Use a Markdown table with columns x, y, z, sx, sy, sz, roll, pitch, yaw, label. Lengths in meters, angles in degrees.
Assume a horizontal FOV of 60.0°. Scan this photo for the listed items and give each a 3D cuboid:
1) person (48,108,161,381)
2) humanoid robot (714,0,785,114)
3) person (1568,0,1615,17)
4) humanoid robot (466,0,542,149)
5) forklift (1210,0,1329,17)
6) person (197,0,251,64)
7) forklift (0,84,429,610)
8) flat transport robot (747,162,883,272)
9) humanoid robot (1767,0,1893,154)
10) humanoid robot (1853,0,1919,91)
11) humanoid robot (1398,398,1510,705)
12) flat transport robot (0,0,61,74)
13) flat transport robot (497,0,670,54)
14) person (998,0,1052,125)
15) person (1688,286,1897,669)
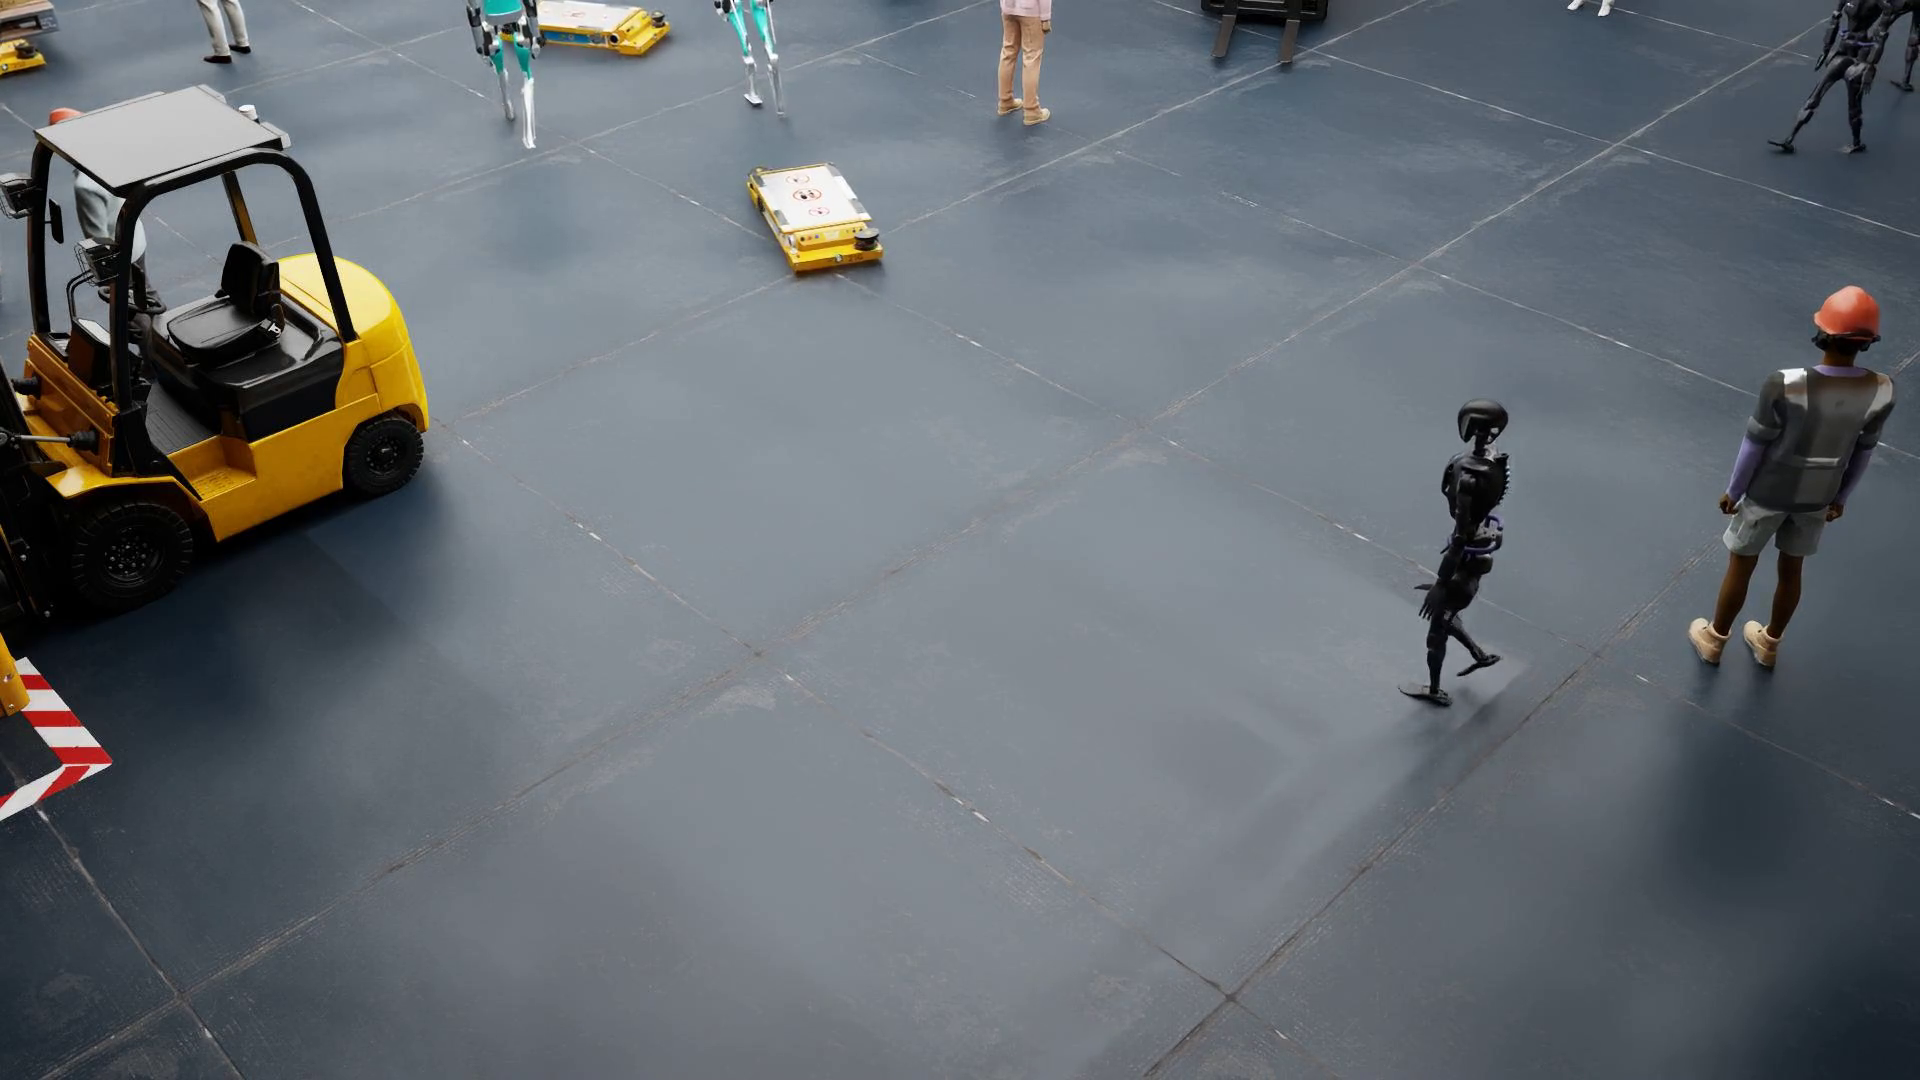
| x | y | z | sx | sy | sz | roll | pitch | yaw | label |
| --- | --- | --- | --- | --- | --- | --- | --- | --- | --- |
| -5.183 | -1.801 | 10.178 | 0.352 | 1.740 | 0.571 | -4 | 37 | -5 | person |
| -1.701 | -4.346 | 13.682 | 0.547 | 1.884 | 0.785 | -17 | 40 | -22 | humanoid robot |
| 6.078 | -5.752 | 15.558 | 0.519 | 1.632 | 0.312 | 23 | 43 | 28 | person |
| -3.643 | -4.035 | 13.200 | 0.549 | 1.800 | 0.914 | -14 | 39 | -18 | humanoid robot |
| 3.106 | -6.400 | 15.960 | 1.214 | 2.155 | 2.313 | 8 | 37 | 10 | forklift |
| -6.618 | -5.067 | 14.517 | 0.388 | 1.782 | 0.539 | 15 | 39 | 19 | person |
| -4.145 | -1.093 | 8.856 | 2.313 | 2.155 | 1.214 | -31 | 47 | -34 | forklift |
| -1.086 | -2.401 | 12.211 | 0.659 | 0.231 | 1.431 | -12 | 38 | -15 | flat transport robot |
| 6.895 | -3.743 | 12.875 | 0.803 | 1.626 | 0.609 | -10 | 38 | -13 | humanoid robot |
| 8.096 | -4.713 | 14.137 | 0.609 | 1.636 | 0.640 | -9 | 38 | -12 | humanoid robot |
| 2.364 | 0.100 | 7.693 | 0.407 | 1.645 | 0.610 | 17 | 40 | 21 | humanoid robot |
| -8.844 | -4.502 | 15.023 | 0.659 | 0.231 | 1.431 | -26 | 44 | -30 | flat transport robot |
| -3.472 | -4.734 | 15.333 | 1.431 | 0.231 | 0.659 | 9 | 38 | 12 | flat transport robot |
| 0.511 | -4.264 | 13.450 | 0.408 | 1.775 | 0.526 | -31 | 46 | -34 | person |
| 3.930 | -0.261 | 7.881 | 0.598 | 2.035 | 0.406 | 0 | 37 | 0 | person |
